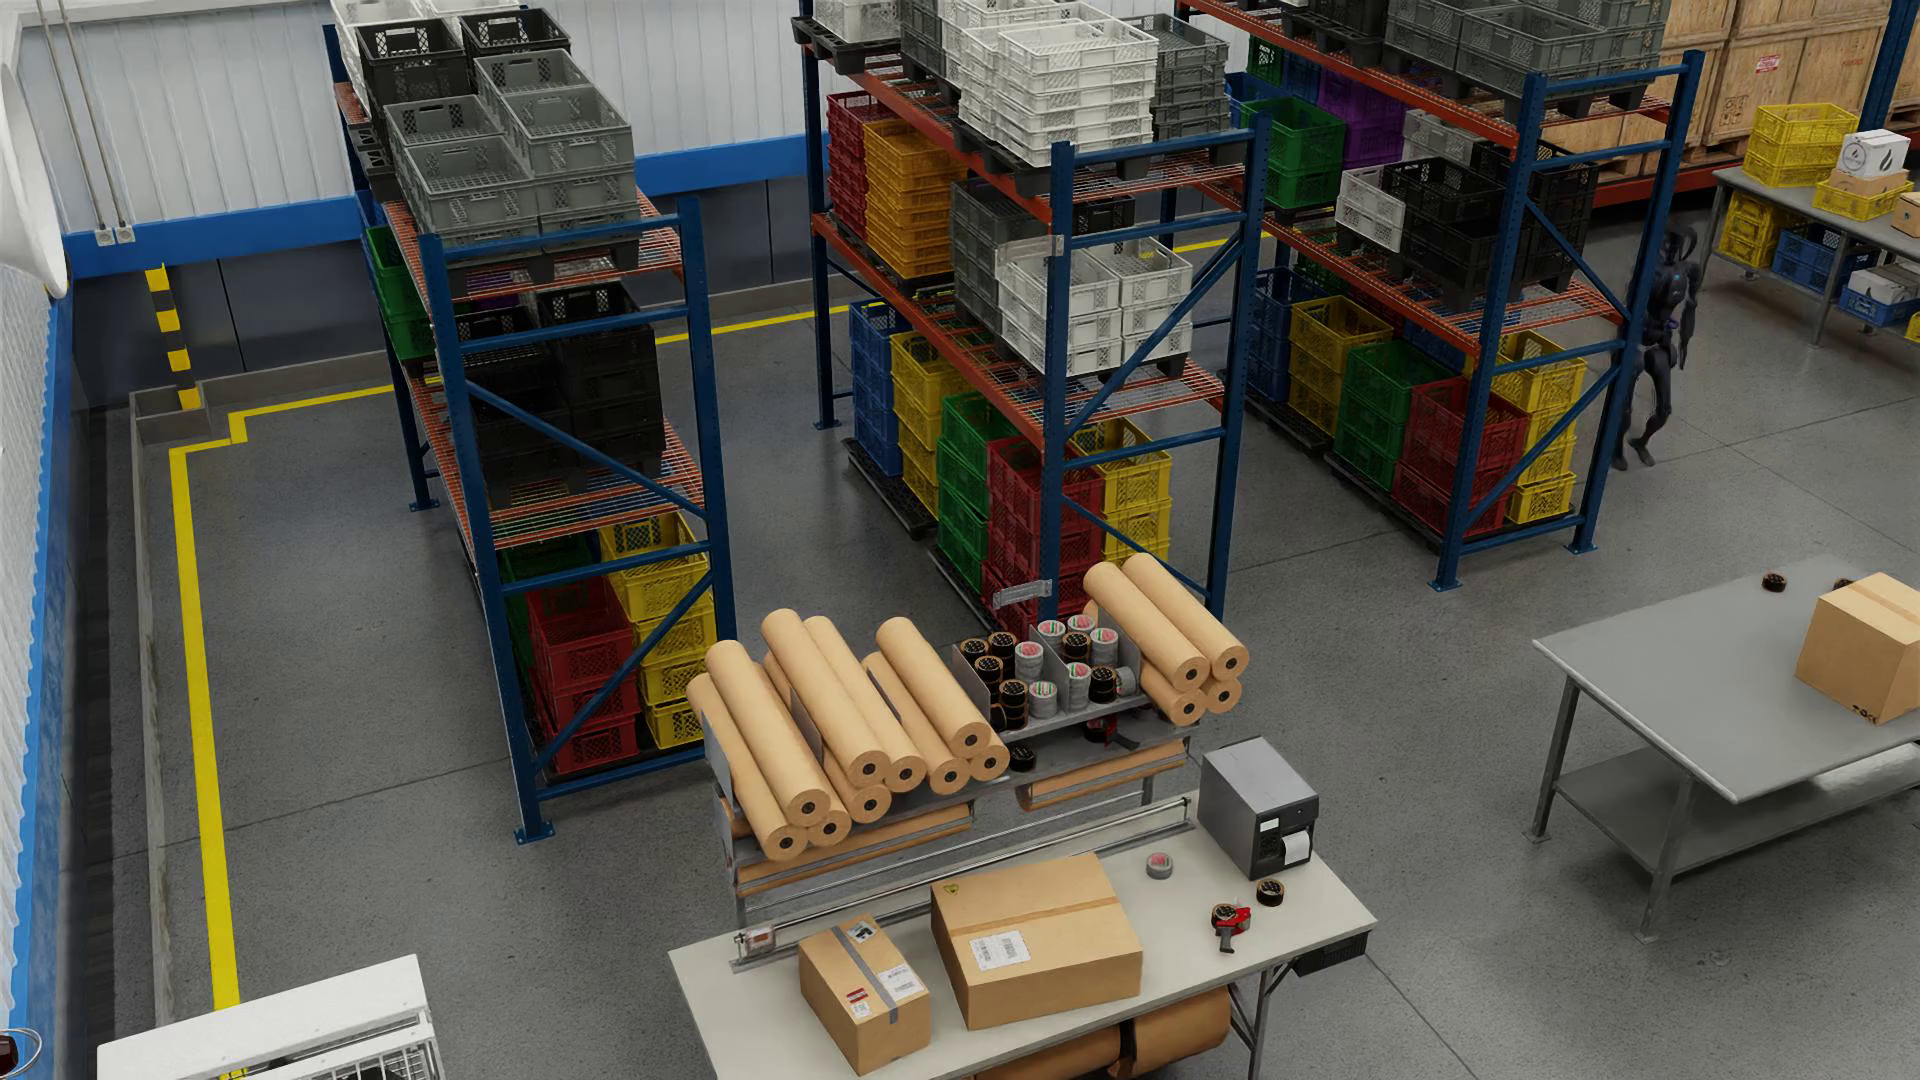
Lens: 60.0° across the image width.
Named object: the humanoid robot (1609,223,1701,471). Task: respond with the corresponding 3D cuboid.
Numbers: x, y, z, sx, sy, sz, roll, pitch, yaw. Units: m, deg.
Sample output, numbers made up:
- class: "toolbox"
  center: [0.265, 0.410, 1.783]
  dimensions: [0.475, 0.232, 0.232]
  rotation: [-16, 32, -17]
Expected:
- class: "humanoid robot"
  center: [4.393, -1.189, 10.559]
  dimensions: [0.646, 1.640, 0.484]
  rotation: [-4, 32, -7]
